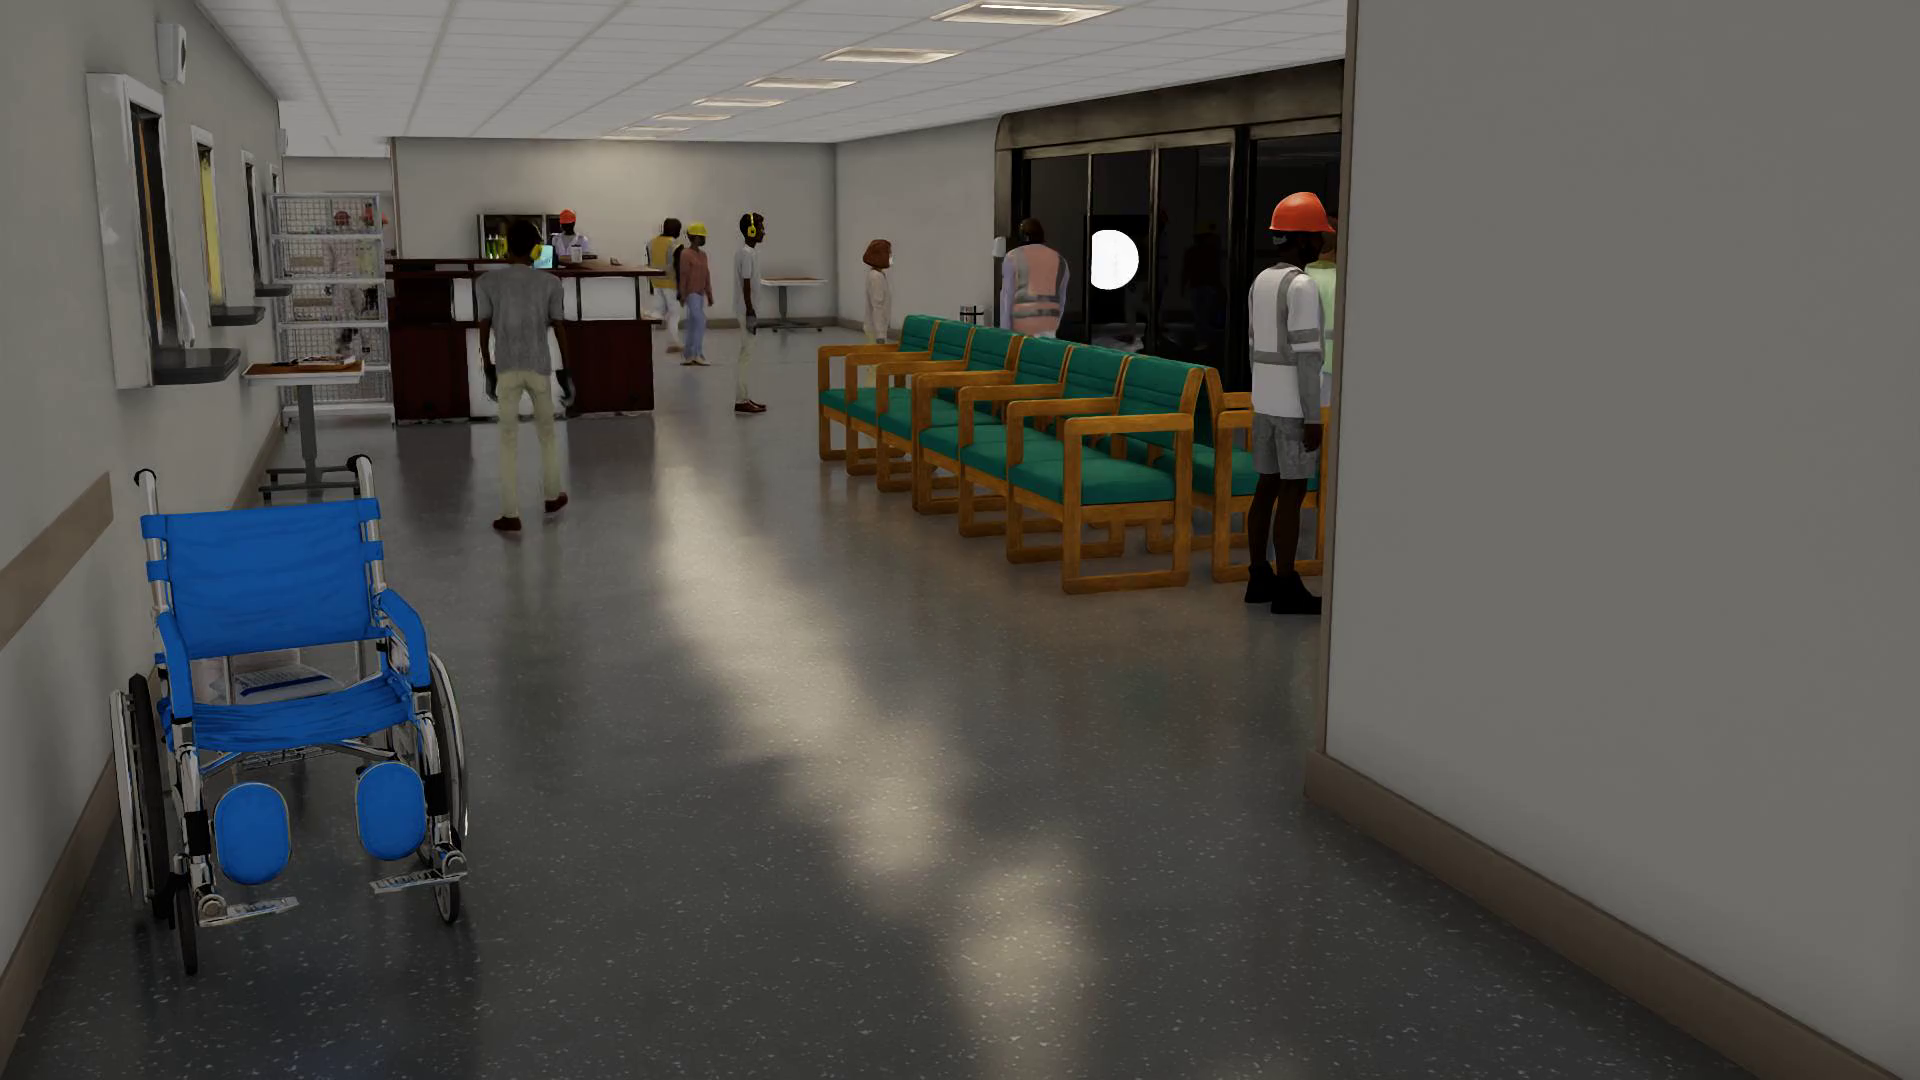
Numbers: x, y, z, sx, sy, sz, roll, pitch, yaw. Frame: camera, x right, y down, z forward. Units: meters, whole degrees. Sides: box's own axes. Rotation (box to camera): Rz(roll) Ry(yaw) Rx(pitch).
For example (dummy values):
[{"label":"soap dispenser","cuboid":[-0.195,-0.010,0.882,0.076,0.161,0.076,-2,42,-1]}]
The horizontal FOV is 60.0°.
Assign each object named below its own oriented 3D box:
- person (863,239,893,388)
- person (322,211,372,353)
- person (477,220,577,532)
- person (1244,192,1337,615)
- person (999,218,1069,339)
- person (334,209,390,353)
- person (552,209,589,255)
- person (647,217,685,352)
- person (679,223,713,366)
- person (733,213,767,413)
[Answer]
[{"label":"person","cuboid":[-0.712,-1.800,14.532,0.264,1.632,0.508,-1,11,-5]},{"label":"person","cuboid":[-8.255,-3.469,22.410,0.643,1.901,0.400,-8,14,-37]},{"label":"person","cuboid":[-2.581,-0.990,9.959,0.541,1.801,0.840,-4,12,-18]},{"label":"person","cuboid":[1.537,-0.625,7.718,0.357,1.938,0.542,-3,12,-17]},{"label":"person","cuboid":[0.585,-1.732,13.734,0.653,1.810,0.514,-5,12,-25]},{"label":"person","cuboid":[-7.710,-3.345,21.673,0.920,1.955,0.614,-5,12,-23]},{"label":"person","cuboid":[-5.470,-3.668,23.359,0.545,1.929,0.390,2,11,11]},{"label":"person","cuboid":[-3.964,-3.399,22.272,0.642,1.820,0.659,6,13,29]},{"label":"person","cuboid":[-3.194,-2.998,20.364,0.611,1.743,0.545,4,12,22]},{"label":"person","cuboid":[-1.978,-2.124,15.614,0.331,1.862,0.507,-2,11,-8]}]
